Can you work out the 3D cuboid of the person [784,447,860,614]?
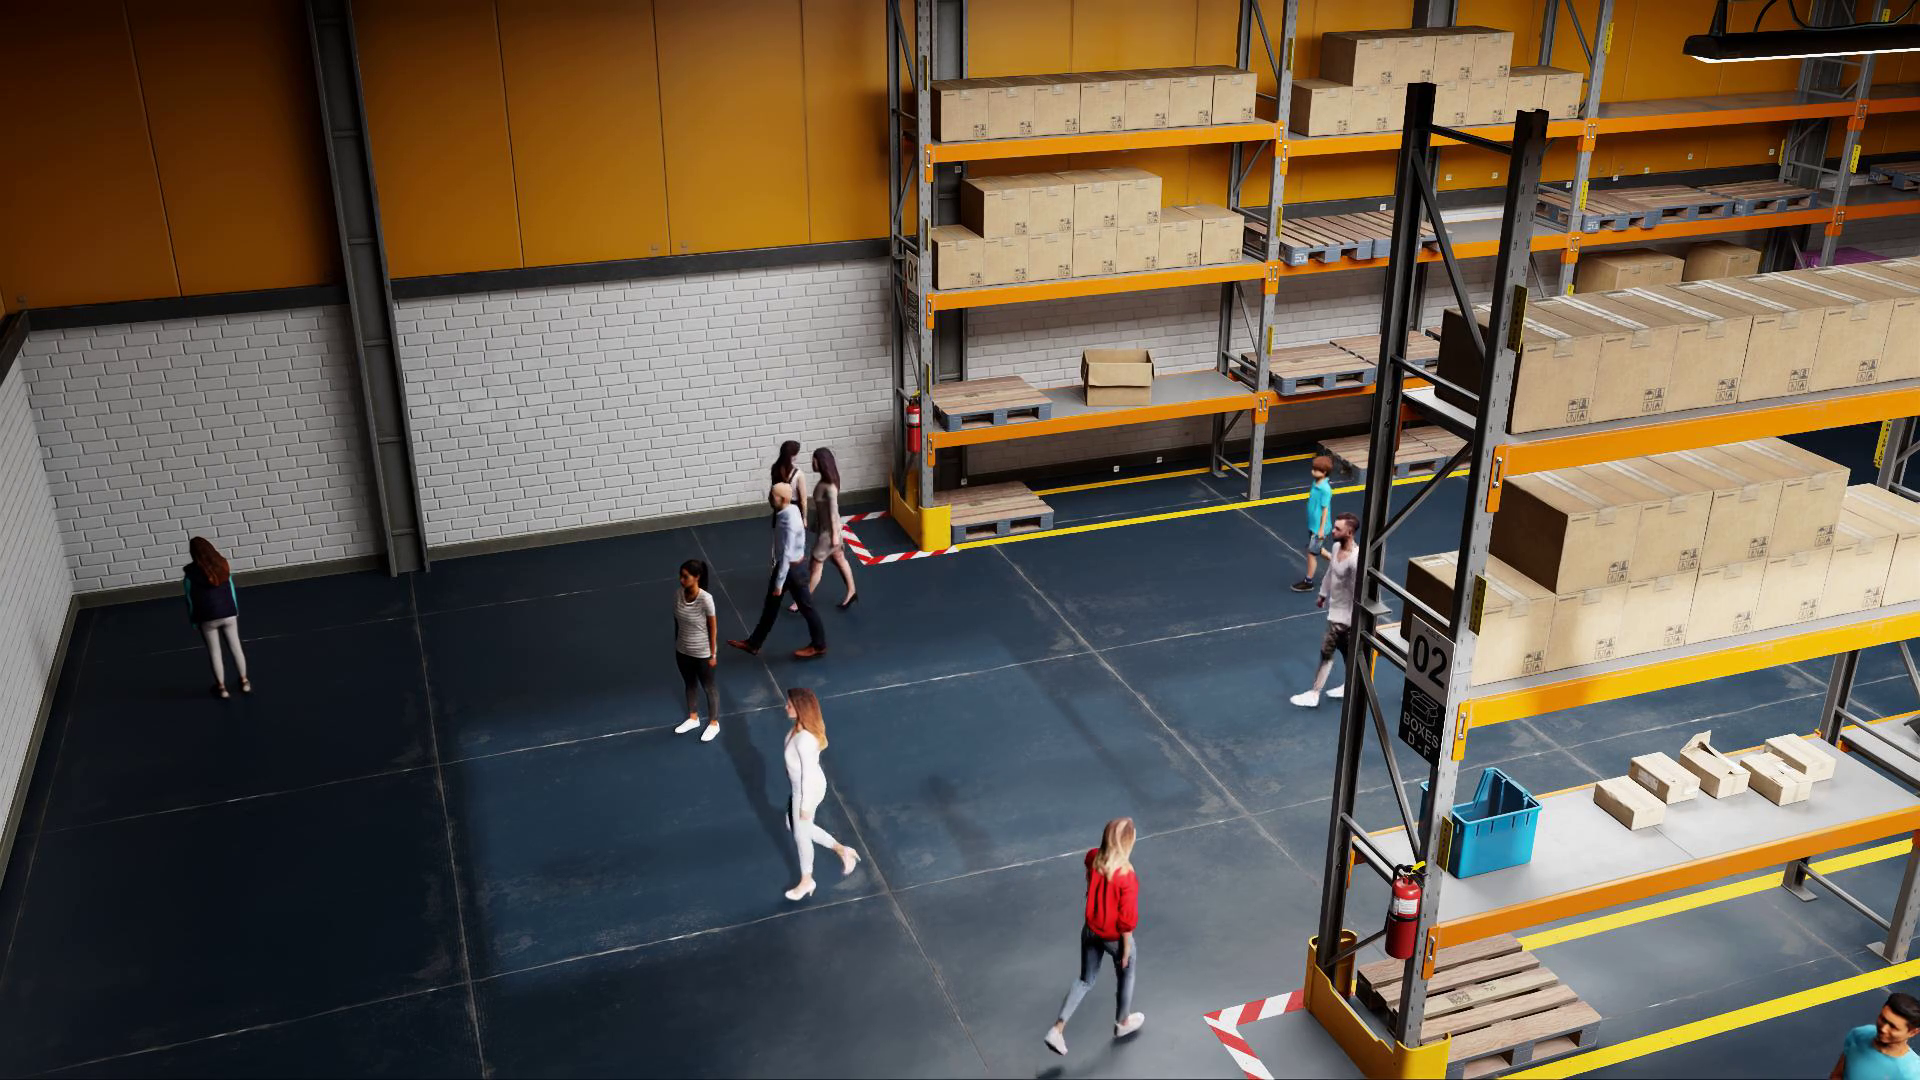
[{"bbox_3d":[-1.205,-0.072,16.221,1.019,1.708,0.710,-4,24,-9],"label":"person"}]

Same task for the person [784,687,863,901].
[{"bbox_3d":[-1.013,1.810,11.855,0.849,1.757,0.685,-3,24,-8],"label":"person"}]

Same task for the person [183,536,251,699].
[{"bbox_3d":[-6.614,0.672,14.785,0.601,1.495,0.703,-16,28,-33],"label":"person"}]

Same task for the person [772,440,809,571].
[{"bbox_3d":[-1.729,-0.208,16.649,0.982,1.613,0.963,5,24,11],"label":"person"}]

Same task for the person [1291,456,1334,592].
[{"bbox_3d":[3.682,-0.171,16.787,0.871,1.436,0.611,-4,24,-9],"label":"person"}]

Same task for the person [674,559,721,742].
[{"bbox_3d":[-2.220,0.910,14.052,0.653,1.646,0.692,14,27,29],"label":"person"}]

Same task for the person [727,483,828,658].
[{"bbox_3d":[-1.469,0.319,15.278,1.175,1.748,0.751,-5,24,-12],"label":"person"}]

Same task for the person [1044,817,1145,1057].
[{"bbox_3d":[0.857,2.499,10.374,1.130,1.680,0.884,-21,31,-39],"label":"person"}]

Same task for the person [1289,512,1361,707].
[{"bbox_3d":[3.429,0.604,14.541,0.996,1.815,0.817,-4,24,-8],"label":"person"}]

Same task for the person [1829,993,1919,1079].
[{"bbox_3d":[4.835,3.118,8.862,0.976,1.756,0.660,-8,25,-17],"label":"person"}]
